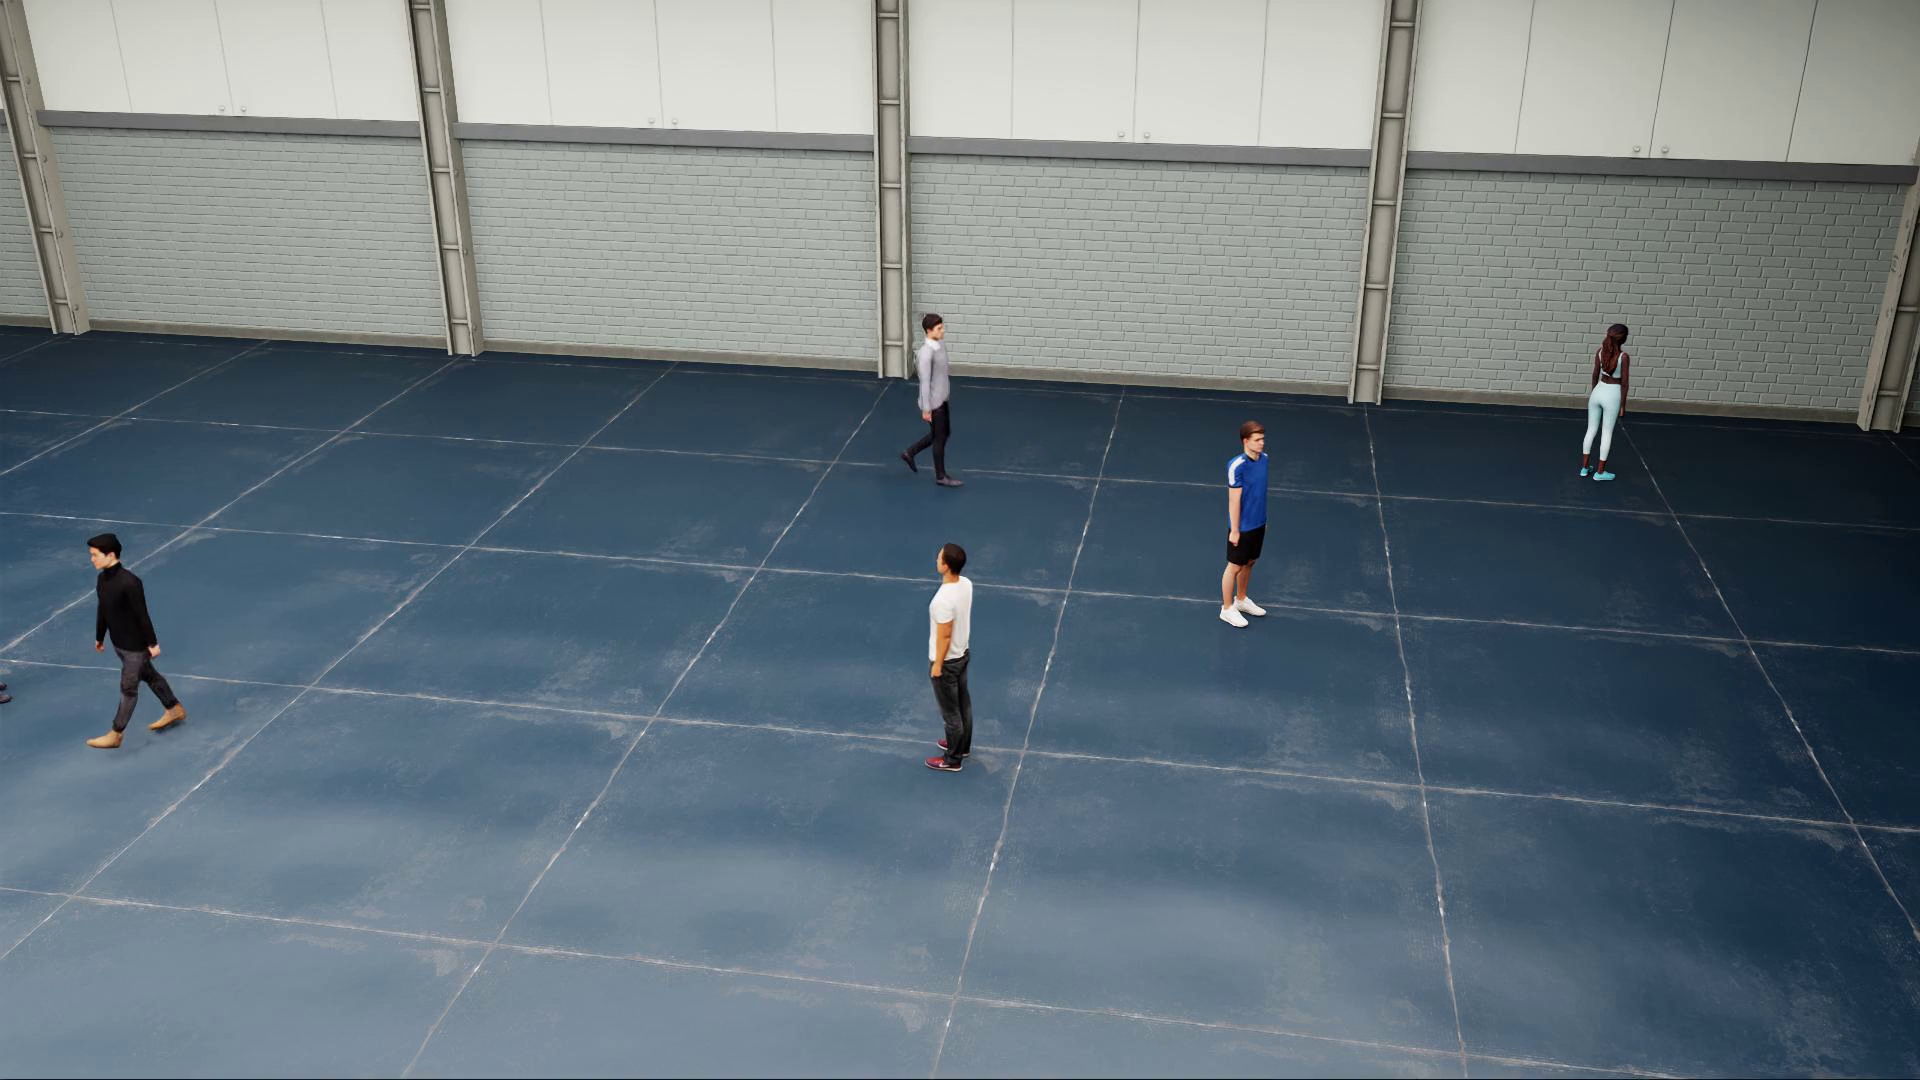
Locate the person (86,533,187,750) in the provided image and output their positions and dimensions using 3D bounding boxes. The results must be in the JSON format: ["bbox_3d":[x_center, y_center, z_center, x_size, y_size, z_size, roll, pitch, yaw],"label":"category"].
[{"bbox_3d":[-6.321,0.737,12.815,1.093,1.692,1.048,18,29,36],"label":"person"}]

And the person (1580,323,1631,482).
[{"bbox_3d":[7.013,-1.510,18.056,0.713,1.724,0.647,-17,28,-34],"label":"person"}]

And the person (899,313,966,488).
[{"bbox_3d":[-0.351,-1.498,17.802,1.002,1.901,0.766,6,24,14],"label":"person"}]

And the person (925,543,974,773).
[{"bbox_3d":[-0.061,0.858,12.386,0.598,1.804,0.676,9,25,19],"label":"person"}]

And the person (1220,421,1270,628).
[{"bbox_3d":[2.533,-0.173,14.729,0.762,1.866,0.751,20,30,38],"label":"person"}]
